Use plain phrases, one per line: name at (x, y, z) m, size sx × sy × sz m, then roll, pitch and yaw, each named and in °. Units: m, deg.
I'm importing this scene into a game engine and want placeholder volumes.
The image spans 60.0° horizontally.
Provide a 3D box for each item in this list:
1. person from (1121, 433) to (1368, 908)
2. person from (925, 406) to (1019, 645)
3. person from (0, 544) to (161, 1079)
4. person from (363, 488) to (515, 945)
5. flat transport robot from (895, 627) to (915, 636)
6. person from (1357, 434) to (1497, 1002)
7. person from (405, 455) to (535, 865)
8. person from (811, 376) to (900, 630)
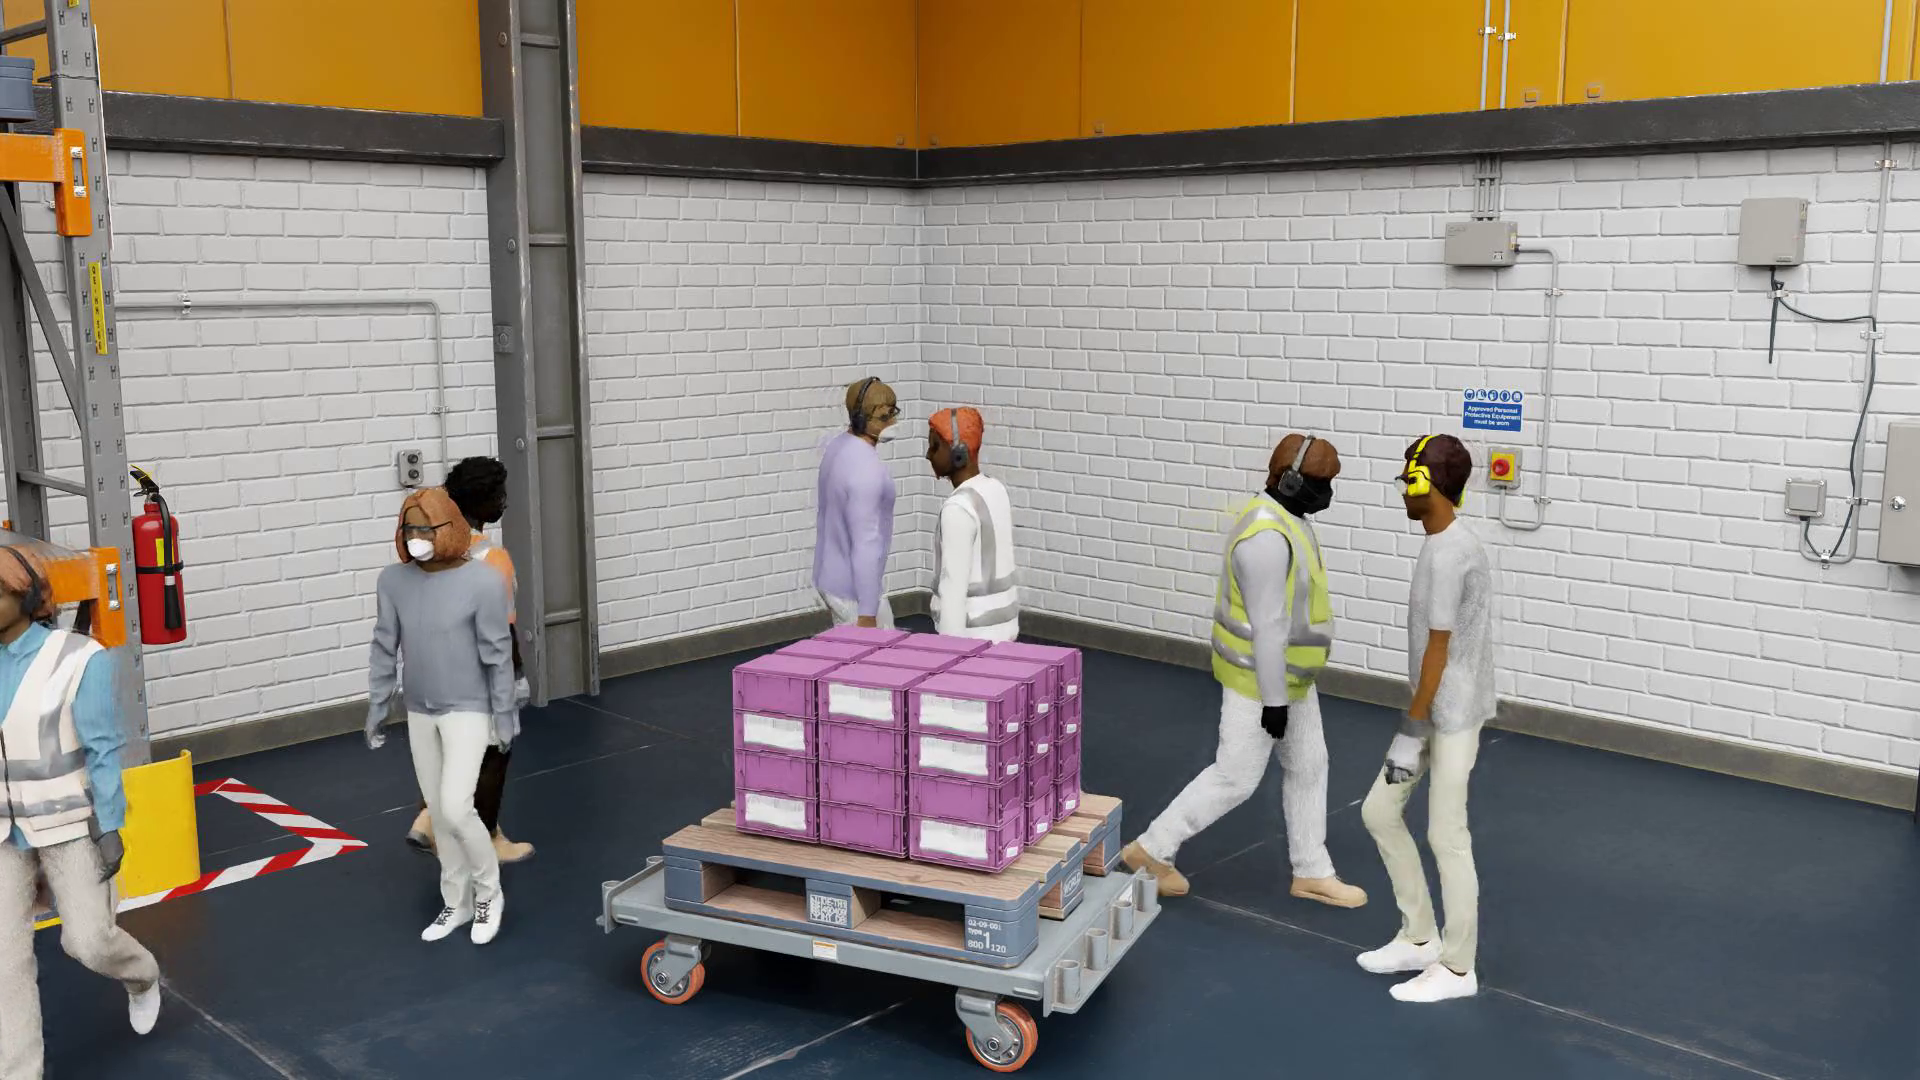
person at (1.045, 0.487, 6.119) m, size 0.844 × 1.794 × 0.633 m, roll 4°, pitch 10°, yaw 23°
person at (0.128, 0.389, 6.570) m, size 0.924 × 1.850 × 0.588 m, roll 3°, pitch 10°, yaw 17°
person at (-2.566, 0.795, 4.699) m, size 0.518 × 1.623 × 0.616 m, roll 0°, pitch 9°, yaw 0°
person at (-1.803, 0.624, 5.794) m, size 0.517 × 1.623 × 0.392 m, roll 4°, pitch 10°, yaw 21°
flat transport robot at (-0.322, 0.730, 9.248) m, size 0.652 × 0.197 × 1.431 m, roll 2°, pitch 10°, yaw 15°
person at (1.484, 0.584, 5.368) m, size 0.504 × 1.840 × 0.482 m, roll 1°, pitch 9°, yaw 5°
person at (-1.896, 0.495, 6.422) m, size 0.567 × 1.668 × 0.508 m, roll 8°, pitch 12°, yaw 41°
person at (-0.523, 0.233, 7.296) m, size 0.694 × 1.911 × 0.648 m, roll -3°, pitch 10°, yaw -20°
